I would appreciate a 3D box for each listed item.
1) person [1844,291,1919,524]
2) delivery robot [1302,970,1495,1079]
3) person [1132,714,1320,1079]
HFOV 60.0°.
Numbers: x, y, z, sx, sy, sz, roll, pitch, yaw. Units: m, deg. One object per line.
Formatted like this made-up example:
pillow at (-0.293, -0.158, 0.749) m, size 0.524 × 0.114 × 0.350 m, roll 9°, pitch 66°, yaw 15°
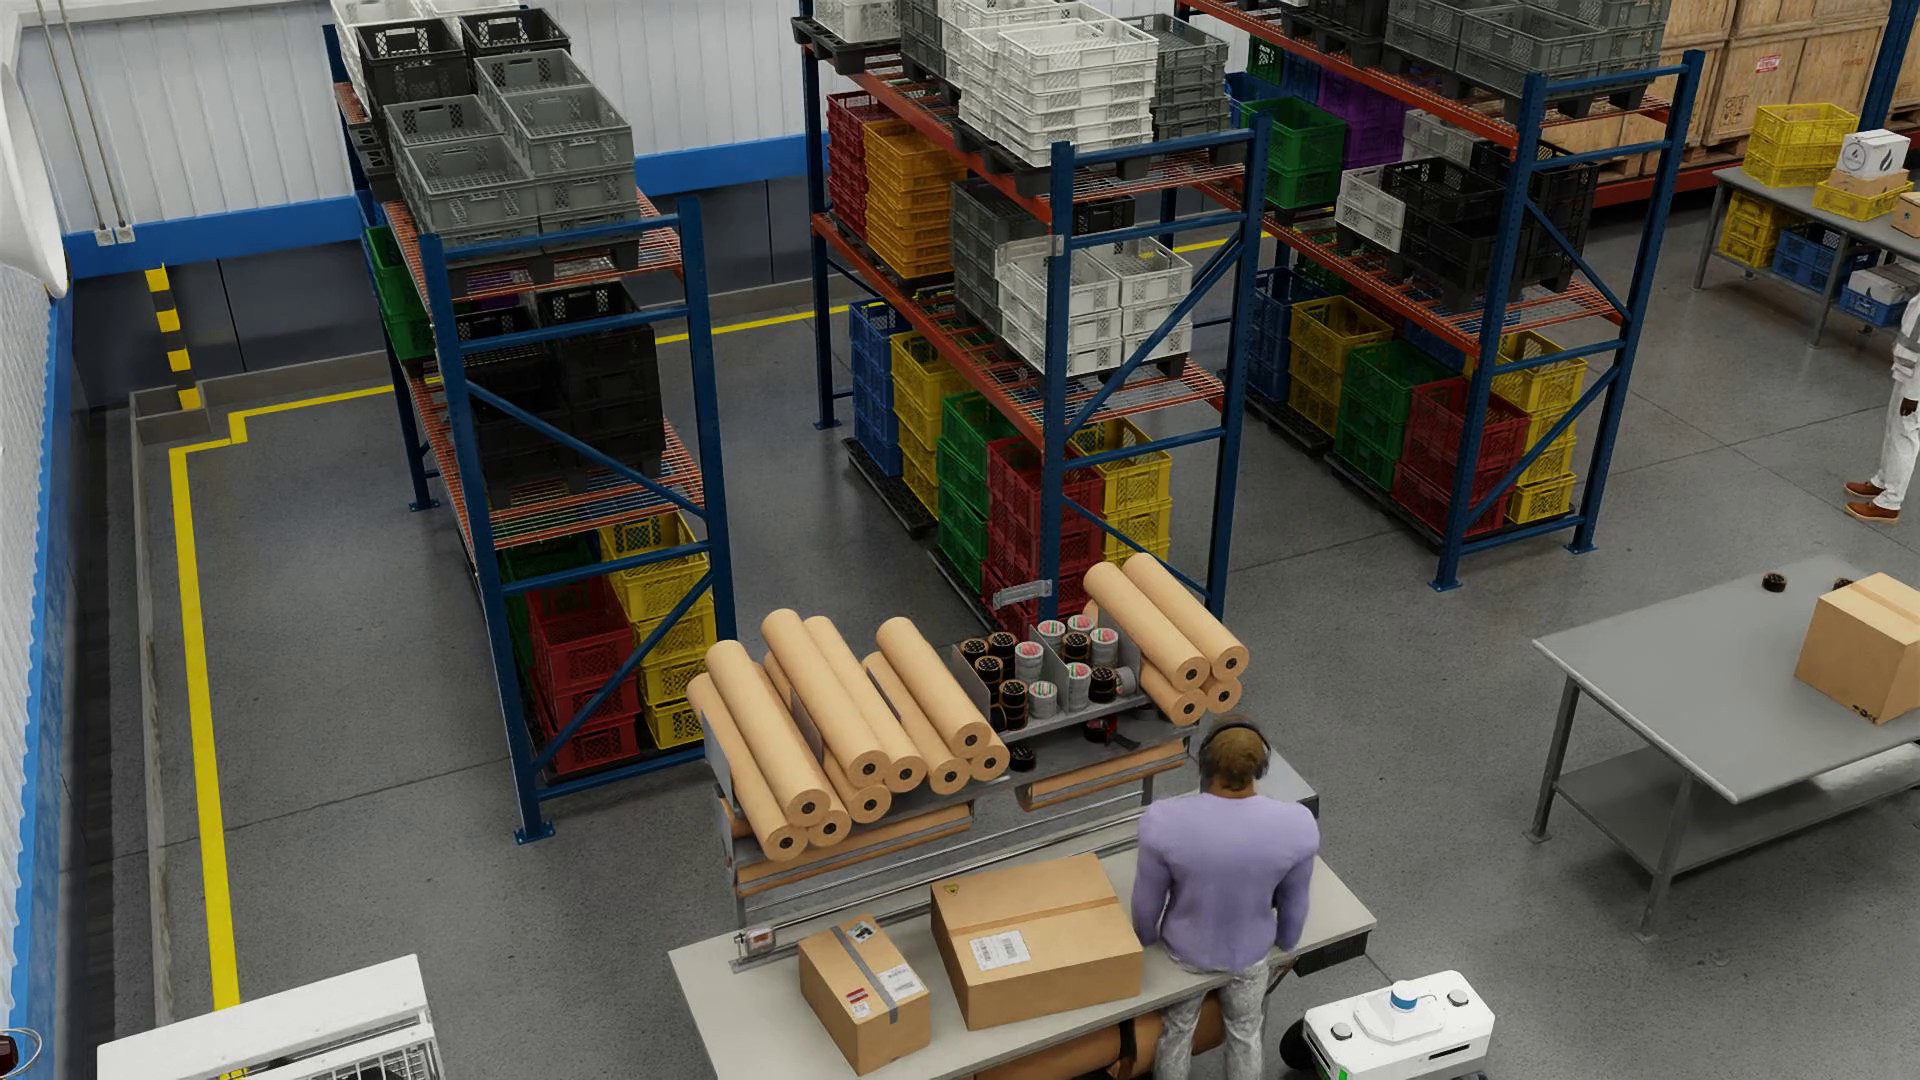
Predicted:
person at (5.776, -0.995, 10.042) m, size 0.343 × 1.878 × 0.578 m, roll 12°, pitch 34°, yaw 19°
delivery robot at (1.702, 1.920, 6.470) m, size 0.707 × 0.478 × 0.477 m, roll -10°, pitch 33°, yaw -16°
person at (0.932, 1.449, 6.024) m, size 0.631 × 1.932 × 0.372 m, roll 1°, pitch 32°, yaw 2°
